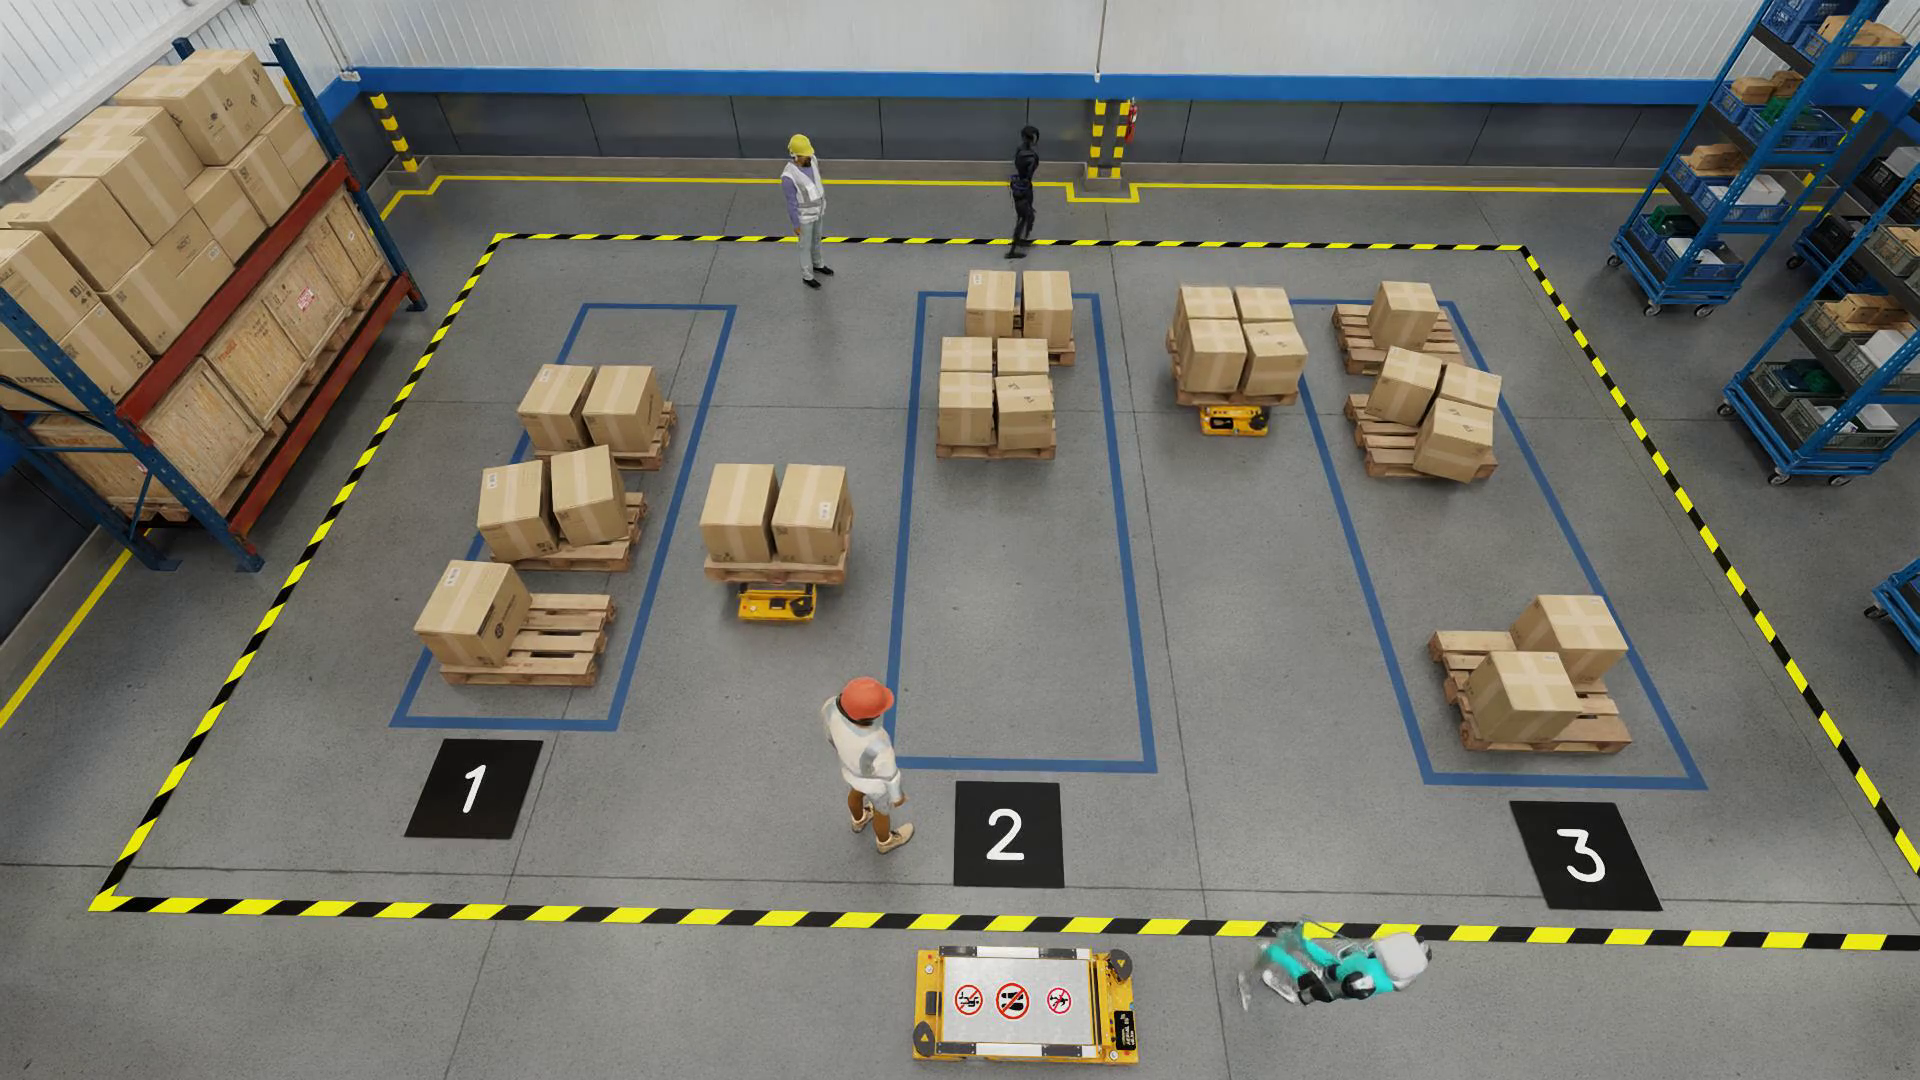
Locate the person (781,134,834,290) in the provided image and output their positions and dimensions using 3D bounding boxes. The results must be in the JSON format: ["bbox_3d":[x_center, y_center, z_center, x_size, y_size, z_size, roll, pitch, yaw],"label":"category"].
[{"bbox_3d":[-1.740,-3.784,10.561,0.404,1.830,0.599,21,54,16],"label":"person"}]

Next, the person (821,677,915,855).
[{"bbox_3d":[-0.592,1.506,6.116,0.612,2.039,0.385,36,59,26],"label":"person"}]

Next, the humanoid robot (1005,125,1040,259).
[{"bbox_3d":[0.782,-4.136,10.952,0.457,1.641,0.616,-7,51,-6],"label":"humanoid robot"}]

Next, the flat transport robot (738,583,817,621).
[{"bbox_3d":[-1.593,0.094,8.391,0.652,0.197,1.431,1,51,1],"label":"flat transport robot"}]

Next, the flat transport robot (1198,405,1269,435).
[{"bbox_3d":[2.856,-1.693,9.848,0.652,0.197,1.431,1,51,1],"label":"flat transport robot"}]

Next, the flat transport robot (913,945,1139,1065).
[{"bbox_3d":[0.422,3.041,6.007,1.431,0.231,0.659,1,51,1],"label":"flat transport robot"}]

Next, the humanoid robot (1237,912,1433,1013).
[{"bbox_3d":[2.141,2.482,5.521,0.559,1.769,0.809,-20,54,-16],"label":"humanoid robot"}]
